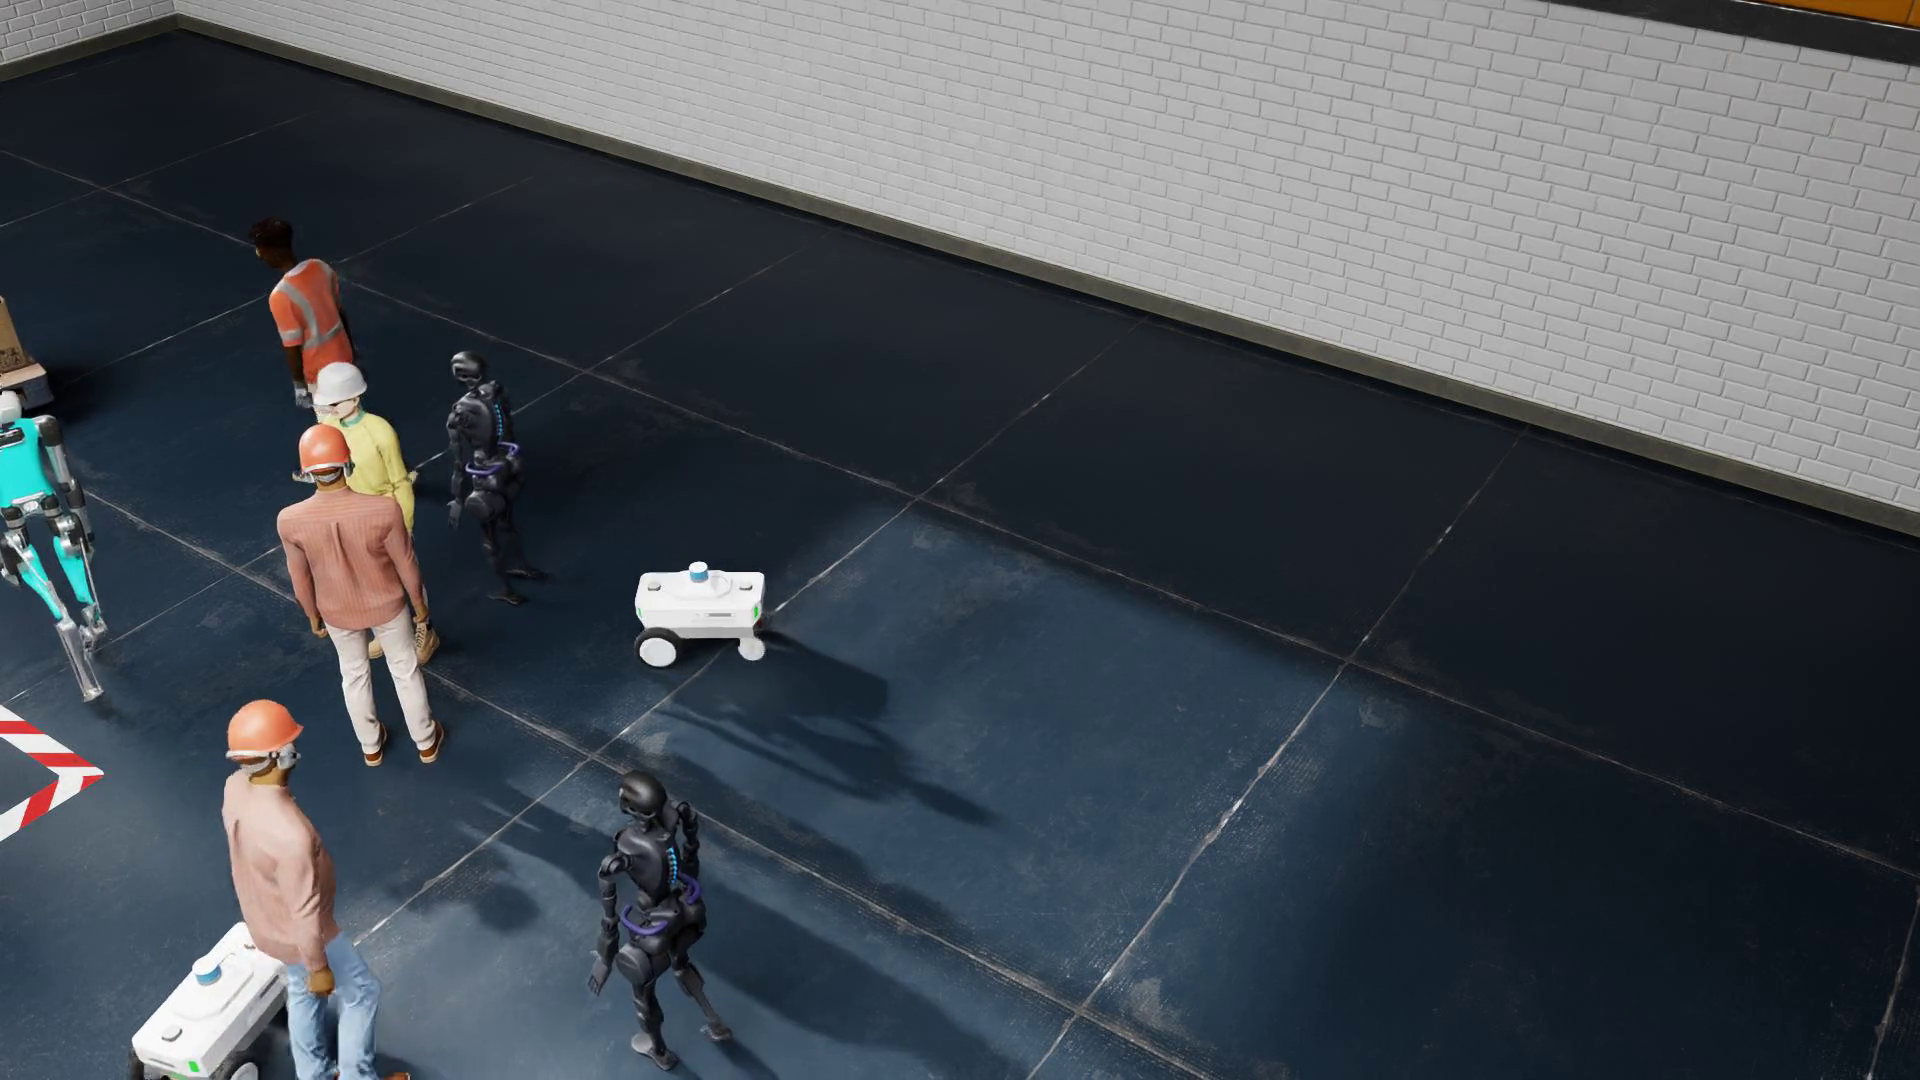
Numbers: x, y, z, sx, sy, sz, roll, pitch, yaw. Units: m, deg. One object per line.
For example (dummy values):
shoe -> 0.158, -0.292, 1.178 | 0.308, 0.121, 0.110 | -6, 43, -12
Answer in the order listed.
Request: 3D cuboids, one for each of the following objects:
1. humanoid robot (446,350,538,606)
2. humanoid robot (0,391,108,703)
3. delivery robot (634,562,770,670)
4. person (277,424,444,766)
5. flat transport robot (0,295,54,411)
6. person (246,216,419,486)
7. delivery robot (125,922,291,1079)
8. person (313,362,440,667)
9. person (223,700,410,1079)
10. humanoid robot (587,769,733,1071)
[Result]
humanoid robot -> -2.721, -0.340, 9.518 | 0.371, 1.656, 0.596 | 12, 37, 17
humanoid robot -> -4.783, 0.153, 8.820 | 0.535, 1.782, 1.034 | -24, 42, -30
delivery robot -> -1.467, 0.381, 9.442 | 0.739, 0.564, 0.499 | 0, 35, 0
person -> -2.985, 0.308, 8.331 | 0.610, 1.986, 0.403 | -5, 35, -7
flat transport robot -> -7.006, -0.860, 11.492 | 0.659, 0.231, 1.431 | -27, 43, -33
person -> -3.944, -1.130, 10.443 | 0.909, 1.928, 0.639 | 4, 35, 6
delivery robot -> -3.167, 2.042, 7.106 | 0.499, 0.606, 0.781 | 11, 36, 15
person -> -3.176, -0.139, 9.050 | 0.486, 1.890, 0.380 | 13, 37, 18
person -> -2.632, 1.503, 6.654 | 0.536, 1.946, 0.654 | -30, 45, -35
humanoid robot -> -1.238, 1.583, 6.775 | 0.440, 1.652, 0.601 | 22, 41, 28
